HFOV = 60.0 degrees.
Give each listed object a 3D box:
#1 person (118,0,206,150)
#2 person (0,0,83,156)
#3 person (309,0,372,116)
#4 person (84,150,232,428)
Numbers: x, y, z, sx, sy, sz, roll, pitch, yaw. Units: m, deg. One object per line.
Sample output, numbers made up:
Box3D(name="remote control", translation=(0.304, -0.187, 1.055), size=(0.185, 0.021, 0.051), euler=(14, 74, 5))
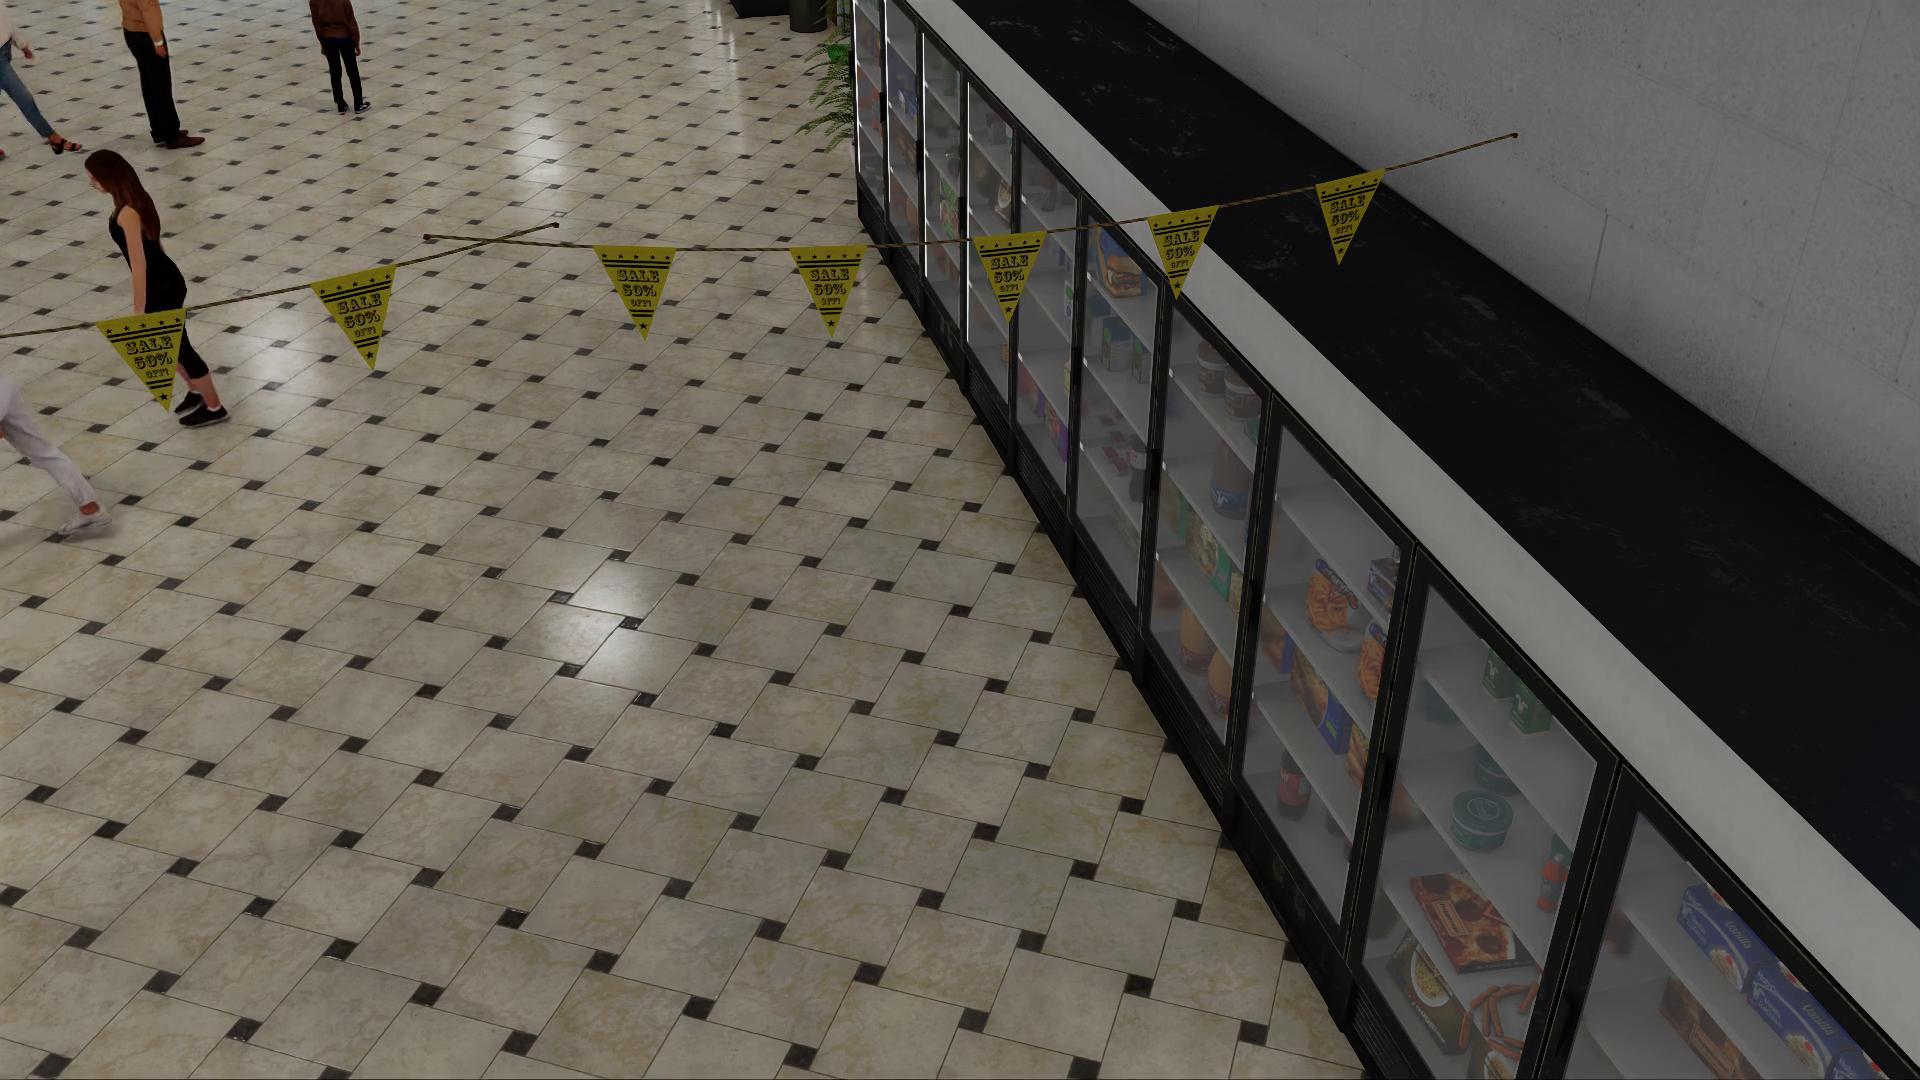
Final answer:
Box3D(name="person", translation=(-6.646, -4.098, 13.577), size=(0.753, 1.752, 0.748), euler=(-26, 40, -35))
Box3D(name="person", translation=(-7.766, -3.817, 13.237), size=(1.124, 1.633, 0.739), euler=(-5, 32, -8))
Box3D(name="person", translation=(-5.404, -4.335, 14.429), size=(0.465, 1.254, 0.618), euler=(-2, 32, -3))
Box3D(name="person", translation=(-4.360, -1.386, 9.271), size=(0.620, 1.697, 0.665), euler=(-8, 33, -13))
